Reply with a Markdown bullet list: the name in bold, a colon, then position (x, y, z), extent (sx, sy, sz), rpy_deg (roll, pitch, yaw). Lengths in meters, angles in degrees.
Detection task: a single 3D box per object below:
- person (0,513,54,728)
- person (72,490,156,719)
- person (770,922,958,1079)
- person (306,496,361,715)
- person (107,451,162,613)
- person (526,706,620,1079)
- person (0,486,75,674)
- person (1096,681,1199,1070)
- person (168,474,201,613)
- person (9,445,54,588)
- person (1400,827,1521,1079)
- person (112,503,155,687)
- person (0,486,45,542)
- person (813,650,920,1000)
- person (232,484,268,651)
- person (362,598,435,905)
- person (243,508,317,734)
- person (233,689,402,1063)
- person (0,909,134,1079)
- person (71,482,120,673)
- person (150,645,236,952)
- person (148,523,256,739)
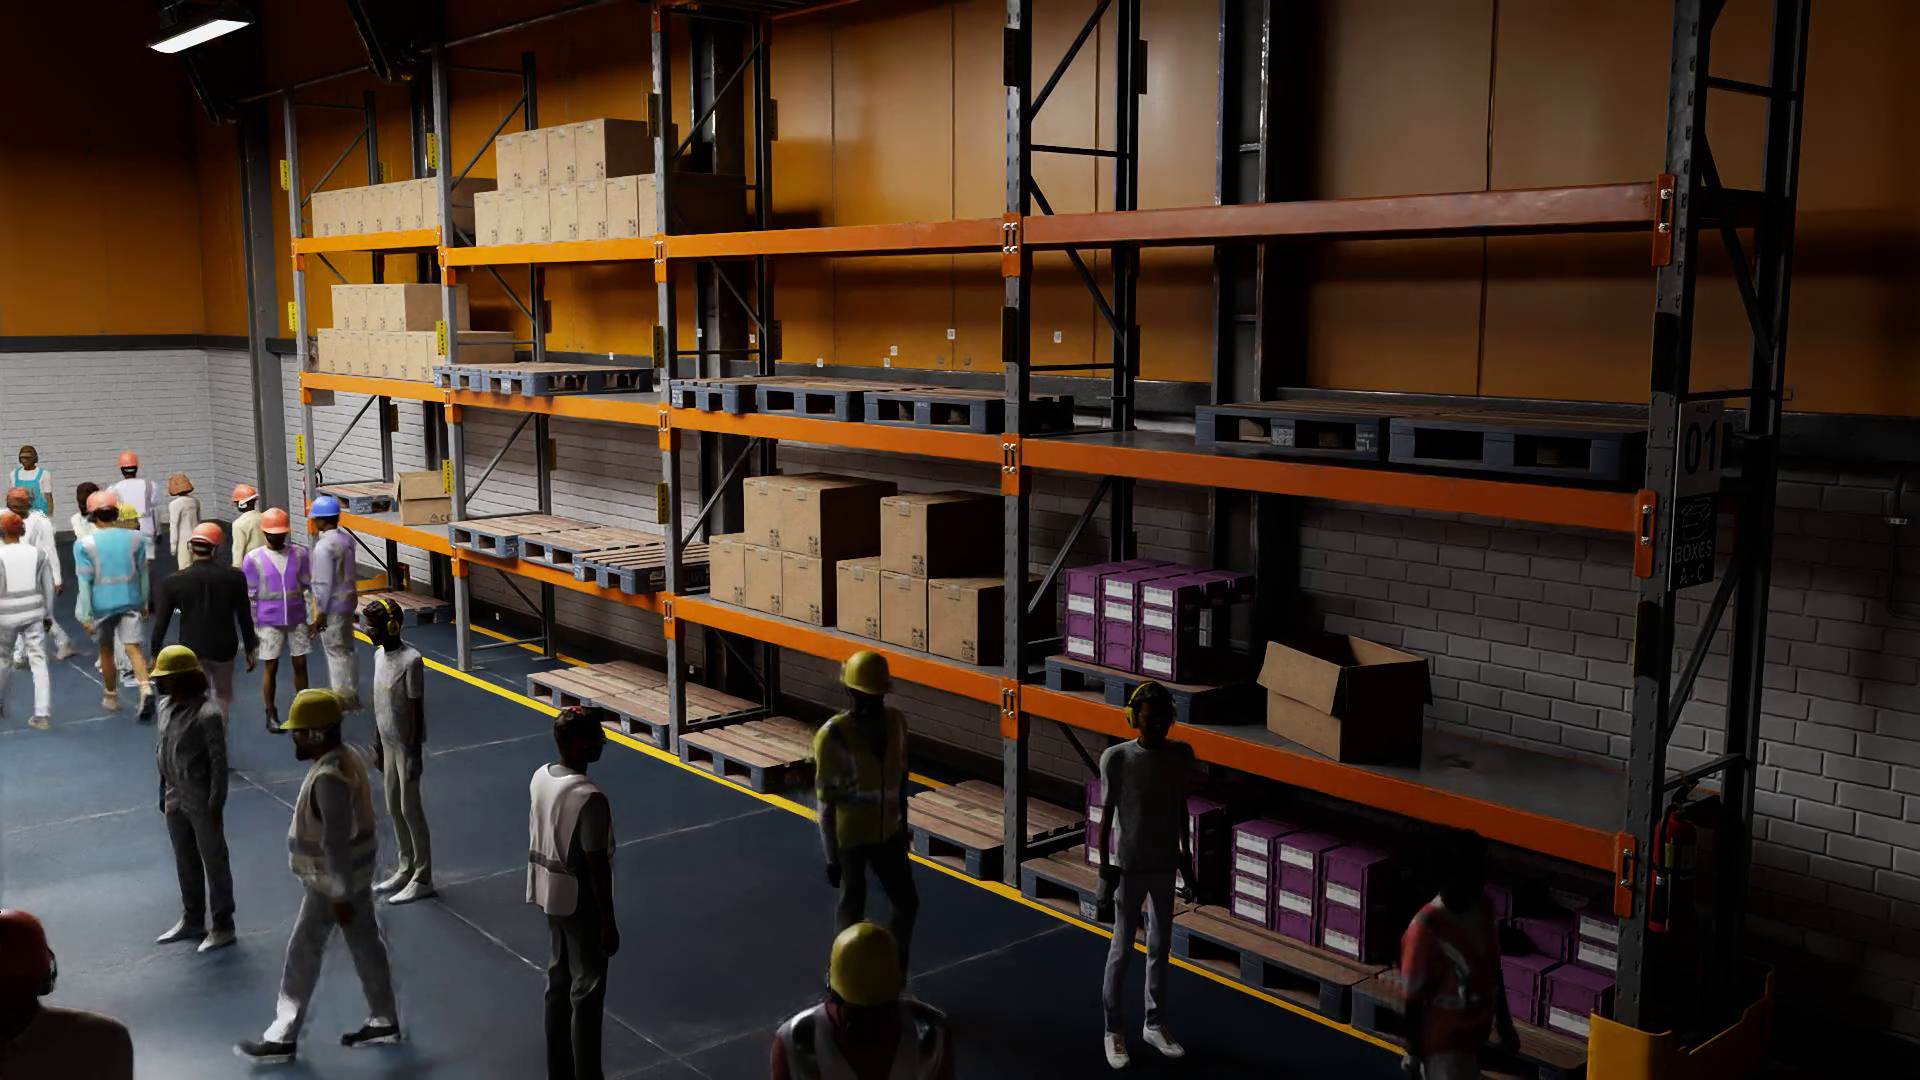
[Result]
- **person**: position (-8.146, 0.675, 14.362), extent (1.006, 1.833, 0.601), rpy_deg (7, 11, 41)
- **person**: position (-7.363, 0.570, 14.536), extent (0.617, 2.006, 0.917), rpy_deg (-7, 11, -41)
- **person**: position (-0.259, 2.027, 5.049), extent (0.593, 1.805, 0.576), rpy_deg (-3, 9, -18)
- **person**: position (-5.519, 0.577, 14.665), extent (0.406, 1.943, 0.613), rpy_deg (0, 8, 0)
- **person**: position (-9.662, -0.094, 19.504), extent (0.545, 1.909, 0.942), rpy_deg (-4, 9, -28)
- **person**: position (-1.739, 1.656, 7.510), extent (0.375, 1.843, 0.575), rpy_deg (-7, 11, -41)
- **person**: position (-9.207, 0.362, 16.561), extent (0.610, 1.848, 0.944), rpy_deg (2, 8, 15)
- **person**: position (0.900, 1.581, 7.956), extent (0.533, 1.868, 0.310), rpy_deg (-3, 9, -21)
- **person**: position (-9.077, 0.041, 19.510), extent (0.288, 1.627, 0.499), rpy_deg (1, 8, 10)
- **person**: position (-11.733, -0.285, 21.061), extent (0.503, 1.838, 0.346), rpy_deg (0, 8, -2)
- **person**: position (1.871, 1.898, 6.459), extent (0.841, 1.663, 0.527), rpy_deg (8, 11, 43)
- **person**: position (-7.870, 0.516, 15.785), extent (0.288, 1.745, 0.492), rpy_deg (-5, 10, -31)
- **person**: position (-10.441, 0.189, 18.510), extent (0.550, 1.606, 0.402), rpy_deg (-3, 9, -19)
- **person**: position (-0.425, 1.498, 8.378), extent (0.629, 1.906, 0.617), rpy_deg (-7, 11, -40)
- **person**: position (-7.409, 0.285, 17.391), extent (0.349, 1.742, 0.574), rpy_deg (2, 8, 14)
- **person**: position (-3.439, 1.273, 10.154), extent (0.529, 1.856, 0.349), rpy_deg (8, 11, 43)
- **person**: position (-5.735, 0.677, 14.059), extent (0.551, 1.923, 0.390), rpy_deg (-6, 10, -38)
- **person**: position (-3.134, 1.606, 8.001), extent (0.841, 1.795, 0.629), rpy_deg (-2, 8, -11)
- **person**: position (-2.640, 1.991, 4.716), extent (0.617, 1.984, 0.408), rpy_deg (-3, 9, -21)
- **person**: position (-8.432, 0.360, 16.327), extent (0.603, 1.897, 0.437), rpy_deg (3, 9, 17)
- **person**: position (-4.335, 1.442, 9.348), extent (0.492, 1.742, 0.320), rpy_deg (4, 9, 26)
- **person**: position (-5.811, 0.851, 12.746), extent (0.737, 1.942, 0.719), rpy_deg (-5, 10, -33)
